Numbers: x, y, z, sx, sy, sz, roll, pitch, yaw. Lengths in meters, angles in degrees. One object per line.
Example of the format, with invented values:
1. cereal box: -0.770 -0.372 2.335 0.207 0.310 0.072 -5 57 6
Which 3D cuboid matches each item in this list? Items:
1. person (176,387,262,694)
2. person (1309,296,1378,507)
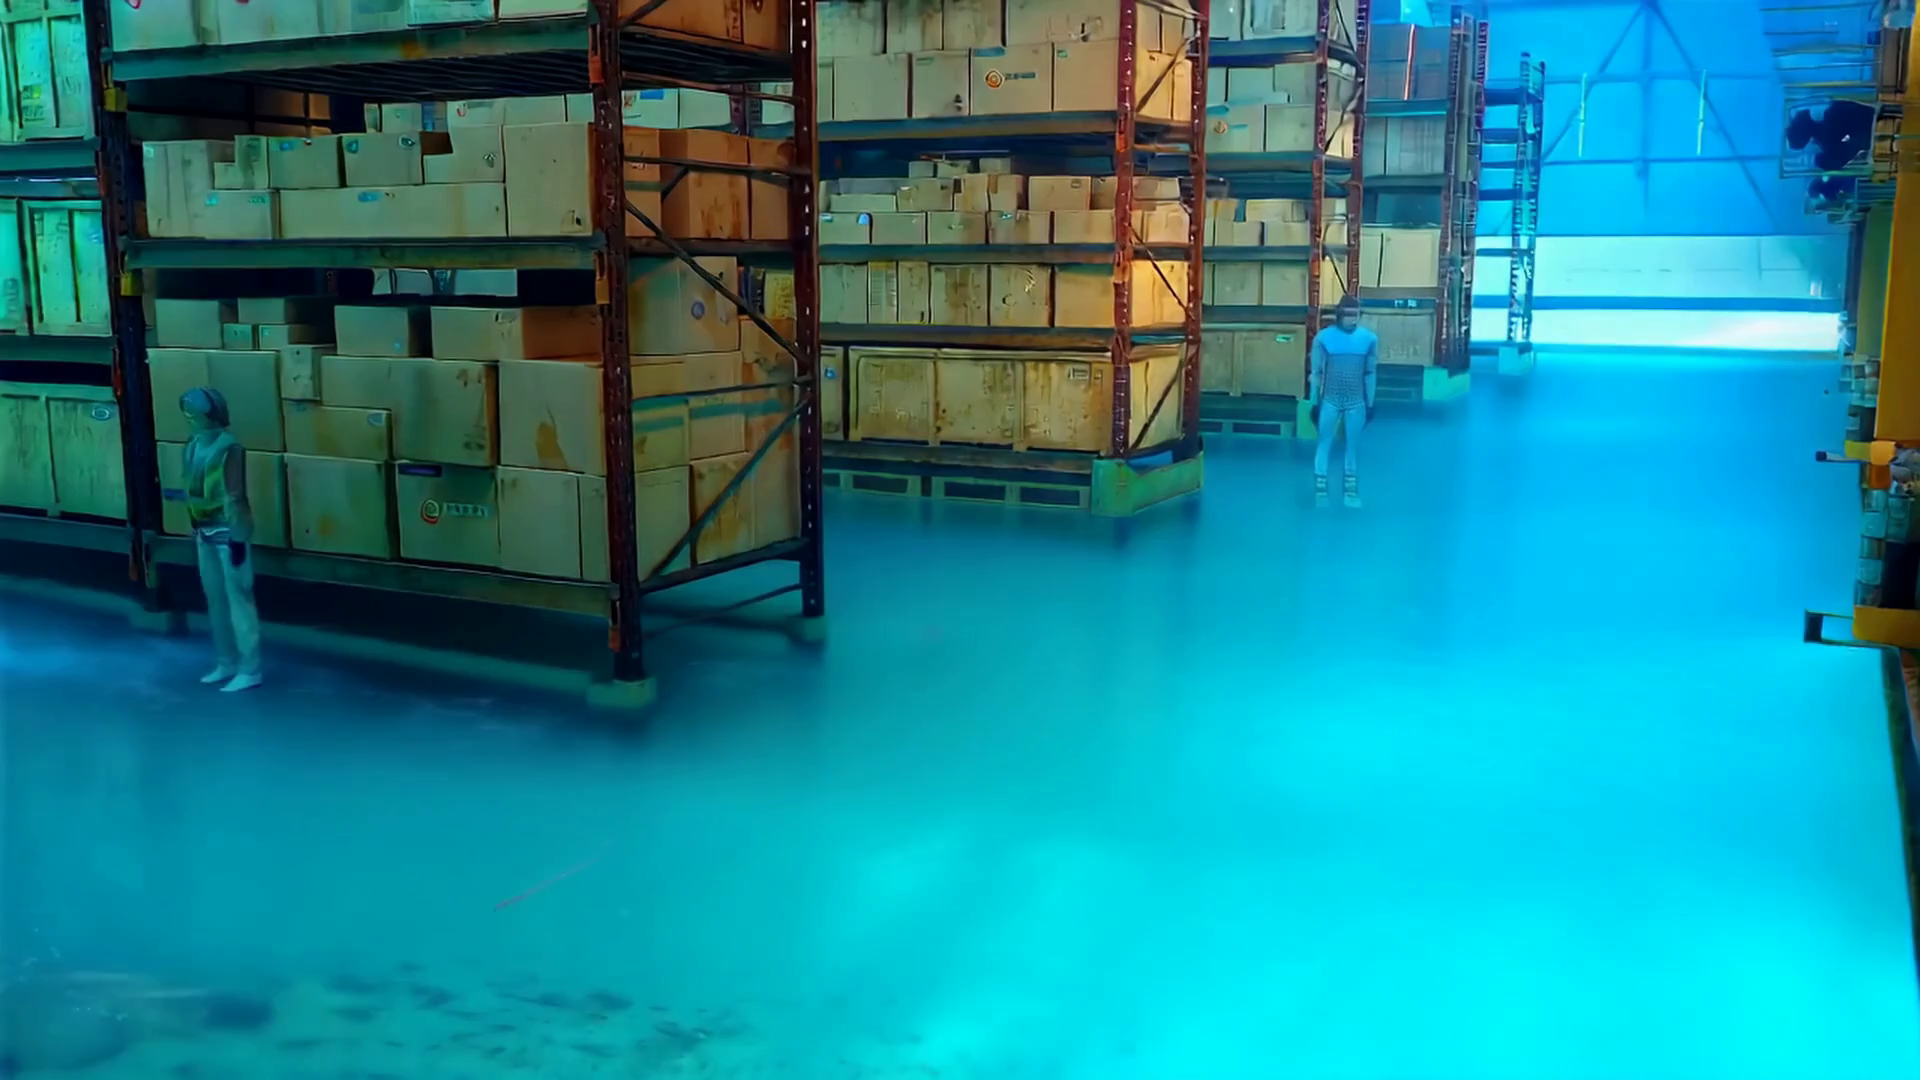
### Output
1. person: -3.946 -0.001 8.880 0.516 1.628 0.327 7 12 36
2. person: 3.521 -1.265 15.293 0.627 1.940 0.372 -1 10 -5
